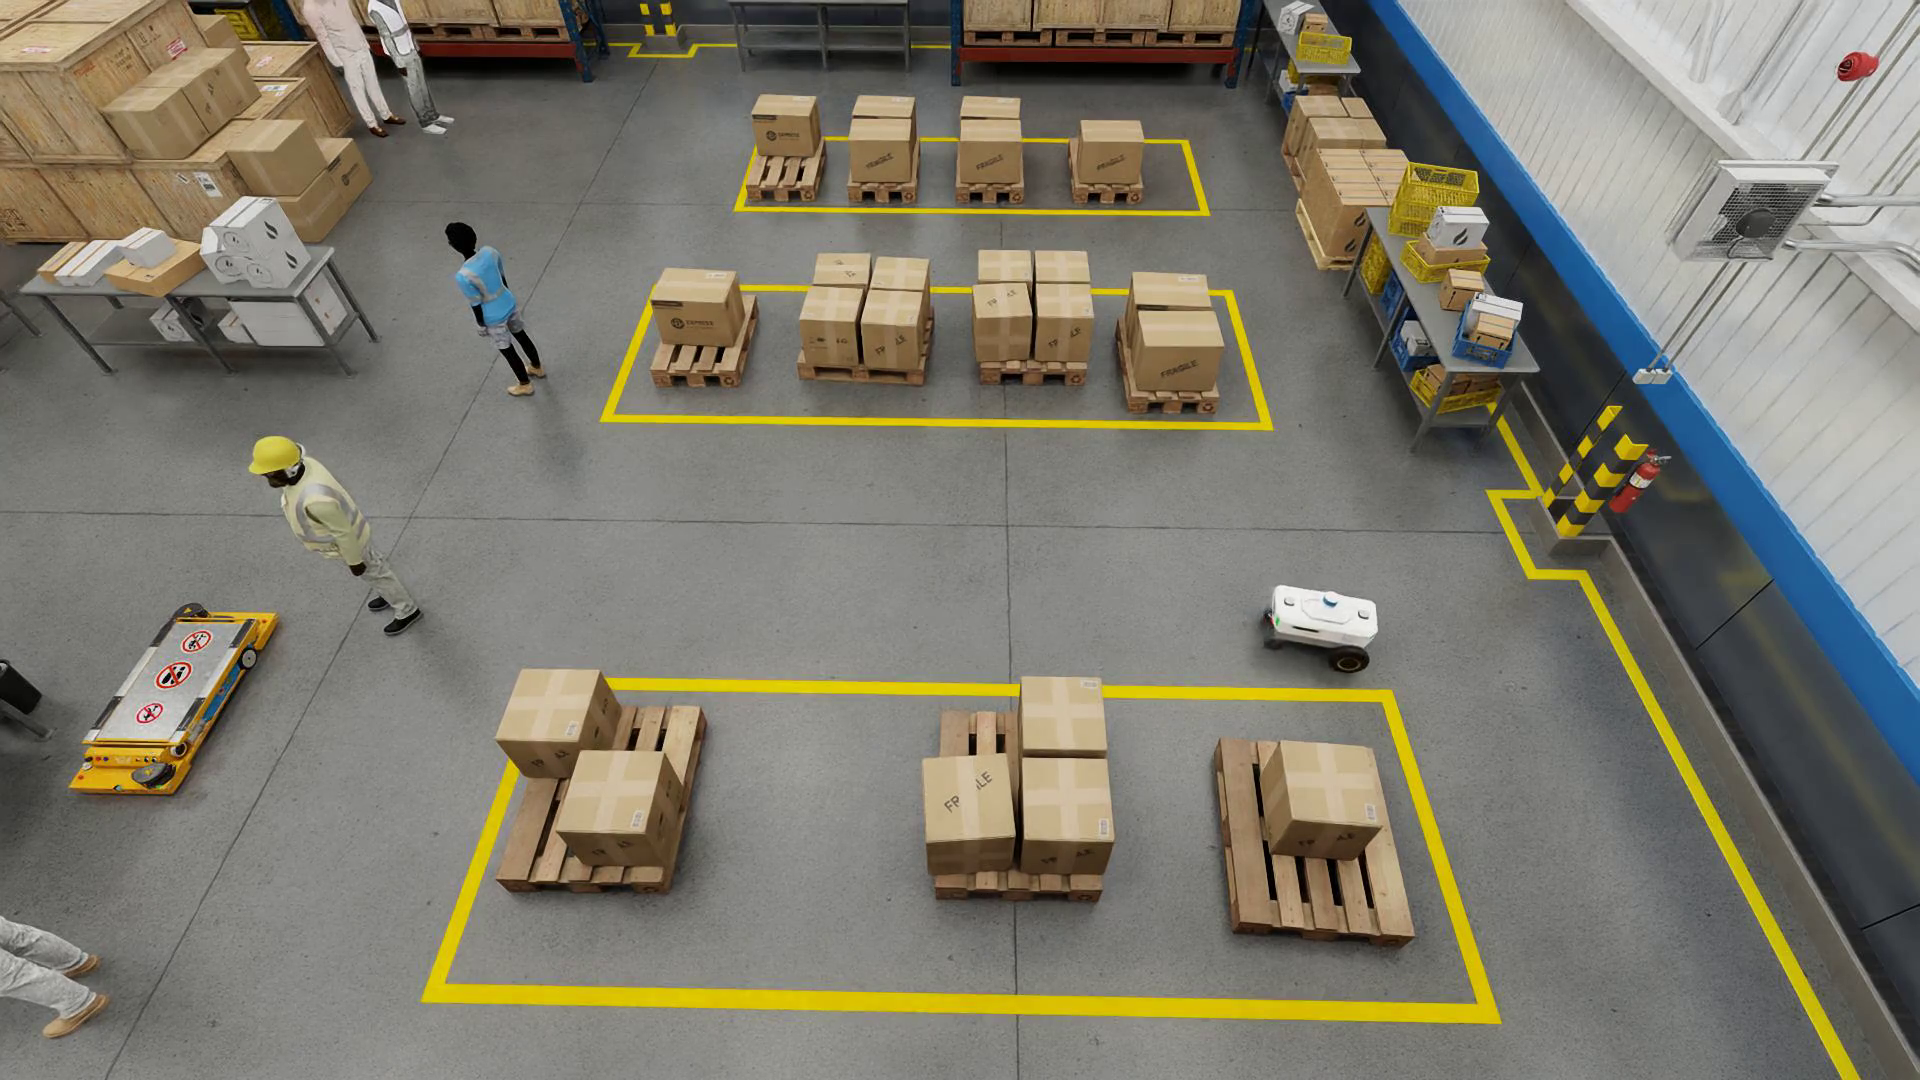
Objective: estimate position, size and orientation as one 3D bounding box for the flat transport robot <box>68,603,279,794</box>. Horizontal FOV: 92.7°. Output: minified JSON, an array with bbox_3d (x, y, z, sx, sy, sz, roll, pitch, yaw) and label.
[{"bbox_3d":[-5.504,1.072,6.442,0.652,0.197,1.431,1,50,1],"label":"flat transport robot"}]

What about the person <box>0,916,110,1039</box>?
[{"bbox_3d":[-5.090,2.037,4.602,0.429,1.846,0.625,-30,56,-23],"label":"person"}]

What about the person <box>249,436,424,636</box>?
[{"bbox_3d":[-4.304,-0.026,6.352,0.404,1.837,0.596,-34,58,-25],"label":"person"}]

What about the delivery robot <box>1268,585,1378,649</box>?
[{"bbox_3d":[2.618,0.554,6.634,0.707,0.478,0.477,10,50,8],"label":"delivery robot"}]

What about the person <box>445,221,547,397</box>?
[{"bbox_3d":[-4.125,-2.033,8.141,0.317,1.696,0.539,9,50,7],"label":"person"}]

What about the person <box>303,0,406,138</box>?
[{"bbox_3d":[-7.569,-6.065,11.418,0.405,1.904,0.653,12,51,10],"label":"person"}]

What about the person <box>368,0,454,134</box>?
[{"bbox_3d":[-6.939,-6.078,11.429,0.388,1.911,0.592,-1,50,-1],"label":"person"}]
